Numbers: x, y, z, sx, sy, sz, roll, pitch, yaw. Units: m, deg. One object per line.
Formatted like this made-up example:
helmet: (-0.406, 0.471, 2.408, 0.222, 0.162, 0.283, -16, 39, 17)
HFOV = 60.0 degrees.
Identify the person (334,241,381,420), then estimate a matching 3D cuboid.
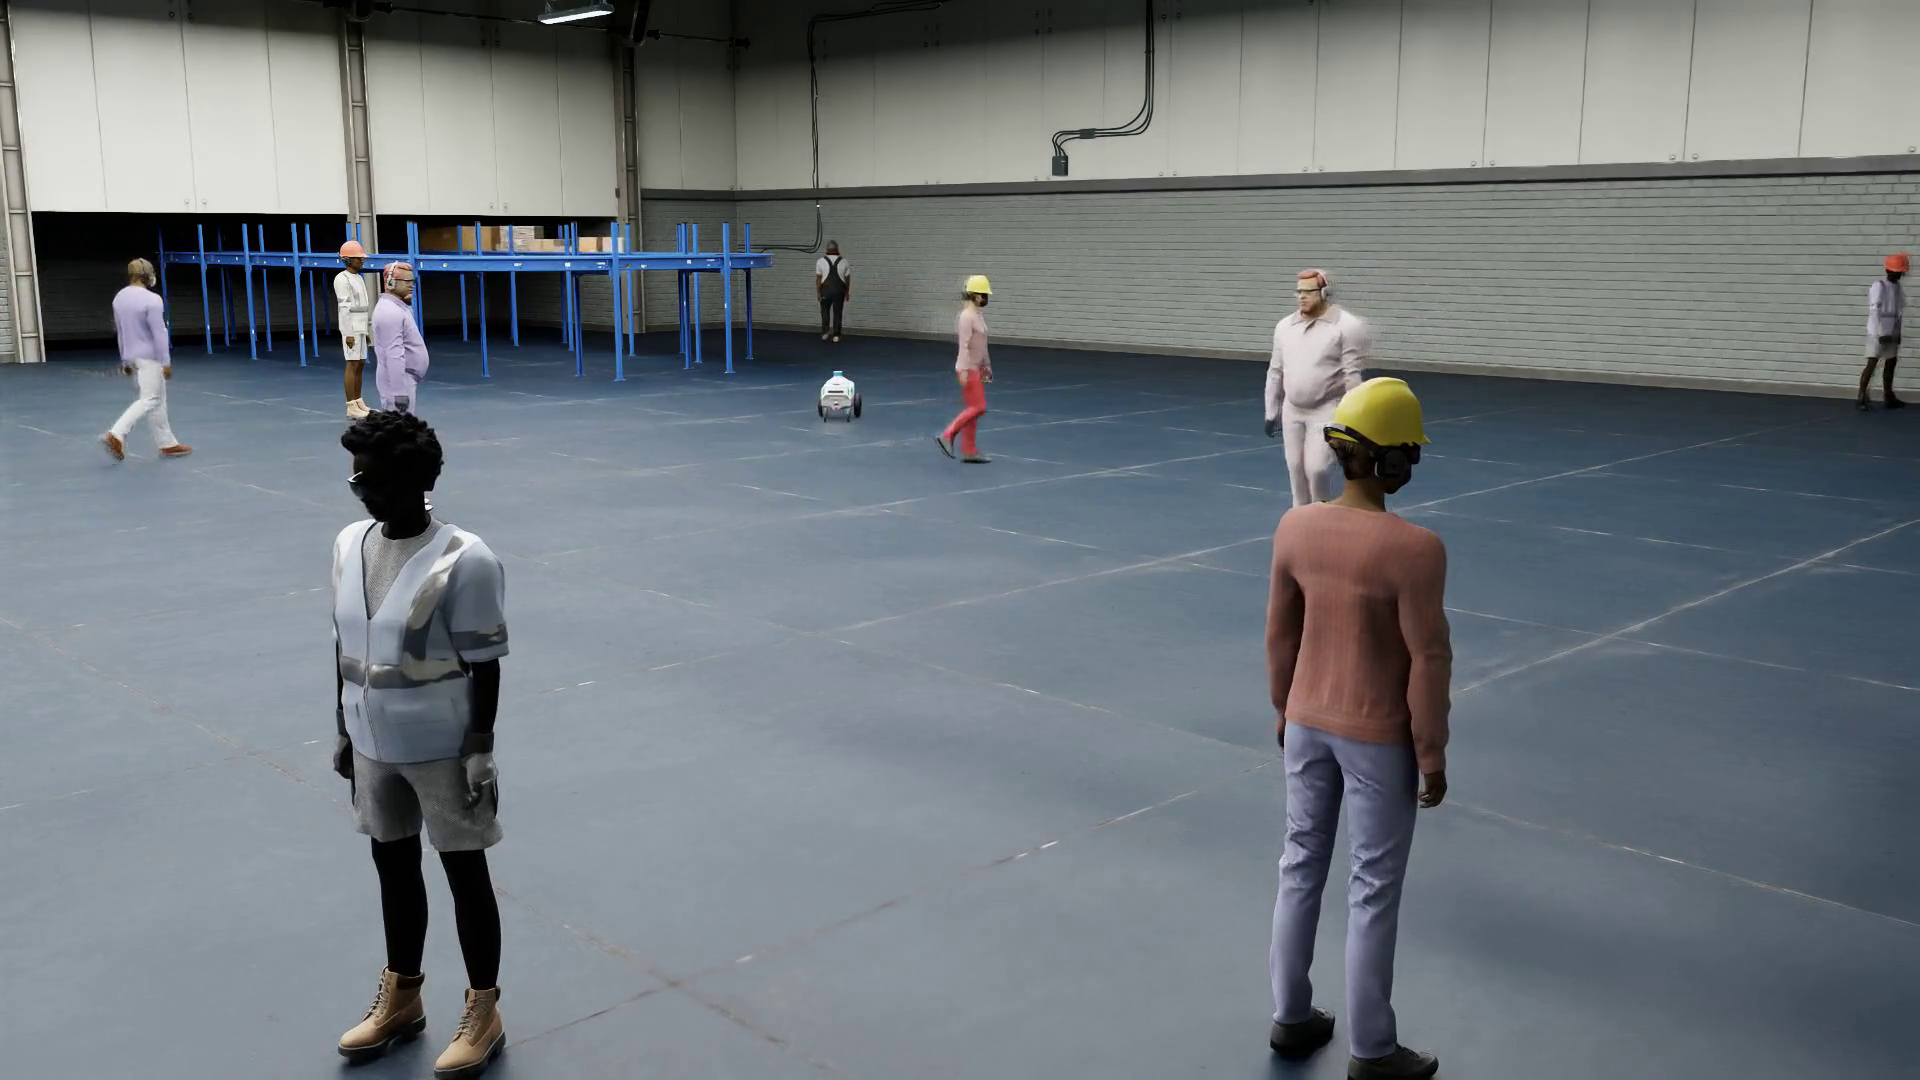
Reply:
person: (-6.994, -2.432, 19.285, 0.371, 2.044, 0.608, 0, 10, -2)

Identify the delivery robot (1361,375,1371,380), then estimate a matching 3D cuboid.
delivery robot: (4.602, -1.893, 19.557, 0.698, 0.223, 0.335, -2, 11, -13)

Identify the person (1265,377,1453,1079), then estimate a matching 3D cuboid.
person: (1.005, 0.477, 4.178, 0.318, 1.767, 0.534, -8, 13, -37)

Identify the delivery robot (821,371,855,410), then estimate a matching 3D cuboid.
delivery robot: (-1.413, -1.717, 19.293, 0.477, 0.478, 0.707, 0, 10, 0)

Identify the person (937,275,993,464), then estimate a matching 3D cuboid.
person: (0.099, -1.581, 15.460, 0.442, 1.750, 0.525, 2, 11, 12)

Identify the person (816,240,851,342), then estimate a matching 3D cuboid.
person: (-2.555, -5.004, 33.430, 0.696, 2.000, 0.925, -2, 11, -9)

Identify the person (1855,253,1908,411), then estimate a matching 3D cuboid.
person: (11.362, -2.536, 20.282, 0.809, 1.900, 0.402, -5, 11, -25)

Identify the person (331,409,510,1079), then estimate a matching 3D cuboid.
person: (-1.371, 0.510, 4.196, 0.533, 1.692, 0.319, 5, 11, 24)

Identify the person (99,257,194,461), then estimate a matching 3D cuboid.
person: (-7.724, -1.698, 15.659, 0.641, 1.911, 0.903, 7, 12, 32)

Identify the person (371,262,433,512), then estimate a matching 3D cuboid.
person: (-4.291, -1.175, 12.814, 0.400, 1.905, 0.643, -3, 11, -18)

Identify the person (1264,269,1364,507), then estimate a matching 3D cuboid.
person: (2.320, -0.849, 11.072, 0.669, 1.887, 0.445, 9, 14, 42)
